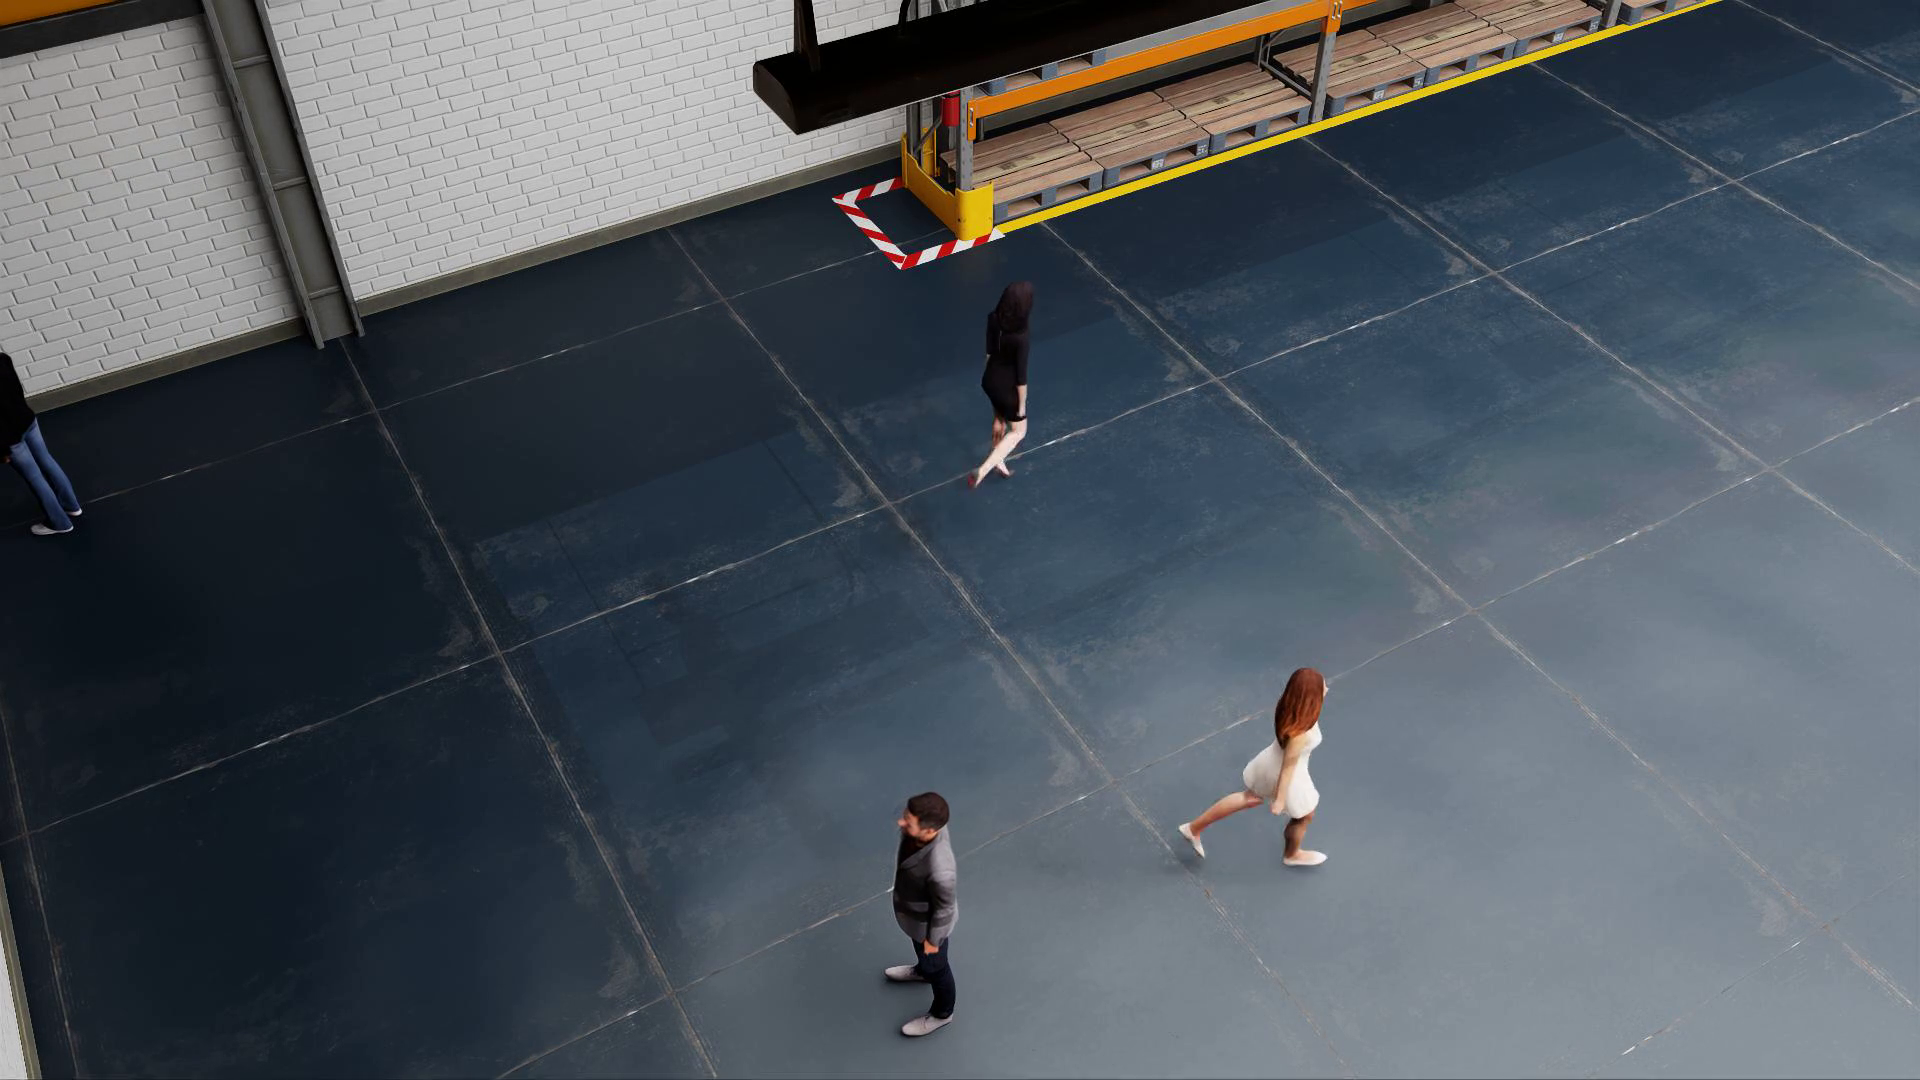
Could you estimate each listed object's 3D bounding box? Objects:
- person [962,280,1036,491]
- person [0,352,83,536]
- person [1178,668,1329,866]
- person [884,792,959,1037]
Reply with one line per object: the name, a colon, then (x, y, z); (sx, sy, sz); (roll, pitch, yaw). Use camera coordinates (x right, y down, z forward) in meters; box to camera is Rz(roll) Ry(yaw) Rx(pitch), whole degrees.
person: (0.247, -1.028, 11.862); (0.855, 1.781, 0.706); (-30, 51, -27)
person: (-6.592, -0.771, 11.615); (0.700, 1.750, 0.678); (2, 44, 2)
person: (1.739, 1.332, 9.461); (1.187, 1.677, 0.939); (0, 44, 0)
person: (-0.175, 1.918, 8.702); (0.701, 1.876, 0.747); (-10, 45, -10)
